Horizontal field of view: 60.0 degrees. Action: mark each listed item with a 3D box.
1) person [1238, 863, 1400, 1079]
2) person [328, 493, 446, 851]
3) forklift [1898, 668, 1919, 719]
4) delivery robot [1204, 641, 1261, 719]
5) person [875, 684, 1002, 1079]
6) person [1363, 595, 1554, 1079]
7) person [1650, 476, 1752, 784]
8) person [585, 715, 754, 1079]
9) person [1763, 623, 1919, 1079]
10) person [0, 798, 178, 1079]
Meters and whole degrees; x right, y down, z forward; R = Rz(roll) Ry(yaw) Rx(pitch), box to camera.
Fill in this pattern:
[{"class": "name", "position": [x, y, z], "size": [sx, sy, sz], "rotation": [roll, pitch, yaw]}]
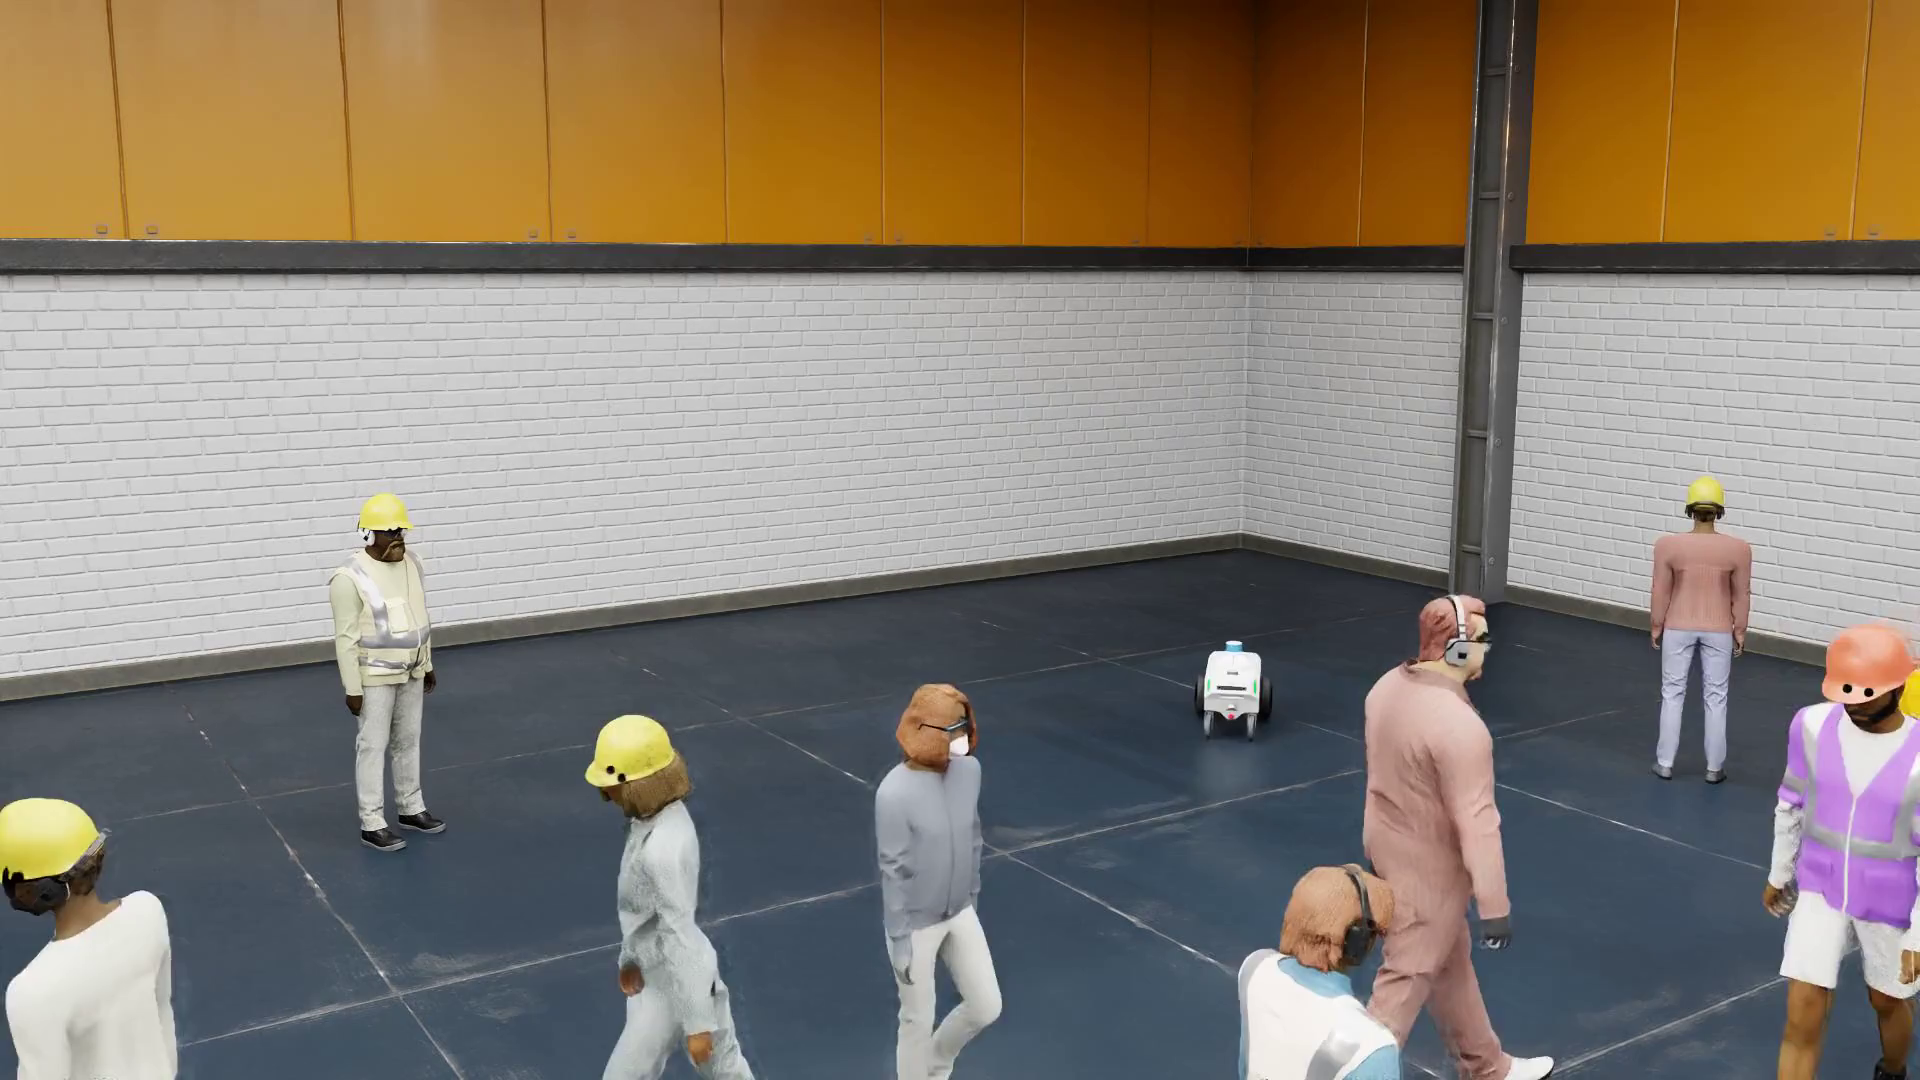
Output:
[{"class": "person", "position": [0.795, 1.532, 3.801], "size": [0.353, 1.633, 0.543], "rotation": [-5, 11, -27]}, {"class": "person", "position": [-2.909, 0.662, 8.482], "size": [0.403, 1.824, 0.594], "rotation": [4, 10, 23]}, {"class": "forklift", "position": [5.511, 0.571, 7.906], "size": [2.313, 2.155, 1.214], "rotation": [-6, 11, -33]}, {"class": "delivery robot", "position": [1.746, 0.890, 10.628], "size": [0.477, 0.478, 0.707], "rotation": [2, 10, 11]}, {"class": "person", "position": [-0.071, 1.262, 5.463], "size": [0.338, 1.622, 0.508], "rotation": [9, 13, 44]}, {"class": "person", "position": [1.704, 1.111, 5.623], "size": [0.894, 1.867, 0.659], "rotation": [-1, 9, -6]}, {"class": "person", "position": [4.220, 0.517, 9.514], "size": [0.526, 1.771, 0.310], "rotation": [4, 10, 21]}, {"class": "person", "position": [-0.931, 1.319, 4.931], "size": [0.926, 1.674, 0.521], "rotation": [-1, 9, -4]}, {"class": "person", "position": [2.917, 1.153, 5.426], "size": [1.045, 1.855, 0.582], "rotation": [-9, 13, -43]}, {"class": "person", "position": [-1.995, 1.442, 4.001], "size": [0.577, 1.741, 0.542], "rotation": [2, 10, 13]}]
